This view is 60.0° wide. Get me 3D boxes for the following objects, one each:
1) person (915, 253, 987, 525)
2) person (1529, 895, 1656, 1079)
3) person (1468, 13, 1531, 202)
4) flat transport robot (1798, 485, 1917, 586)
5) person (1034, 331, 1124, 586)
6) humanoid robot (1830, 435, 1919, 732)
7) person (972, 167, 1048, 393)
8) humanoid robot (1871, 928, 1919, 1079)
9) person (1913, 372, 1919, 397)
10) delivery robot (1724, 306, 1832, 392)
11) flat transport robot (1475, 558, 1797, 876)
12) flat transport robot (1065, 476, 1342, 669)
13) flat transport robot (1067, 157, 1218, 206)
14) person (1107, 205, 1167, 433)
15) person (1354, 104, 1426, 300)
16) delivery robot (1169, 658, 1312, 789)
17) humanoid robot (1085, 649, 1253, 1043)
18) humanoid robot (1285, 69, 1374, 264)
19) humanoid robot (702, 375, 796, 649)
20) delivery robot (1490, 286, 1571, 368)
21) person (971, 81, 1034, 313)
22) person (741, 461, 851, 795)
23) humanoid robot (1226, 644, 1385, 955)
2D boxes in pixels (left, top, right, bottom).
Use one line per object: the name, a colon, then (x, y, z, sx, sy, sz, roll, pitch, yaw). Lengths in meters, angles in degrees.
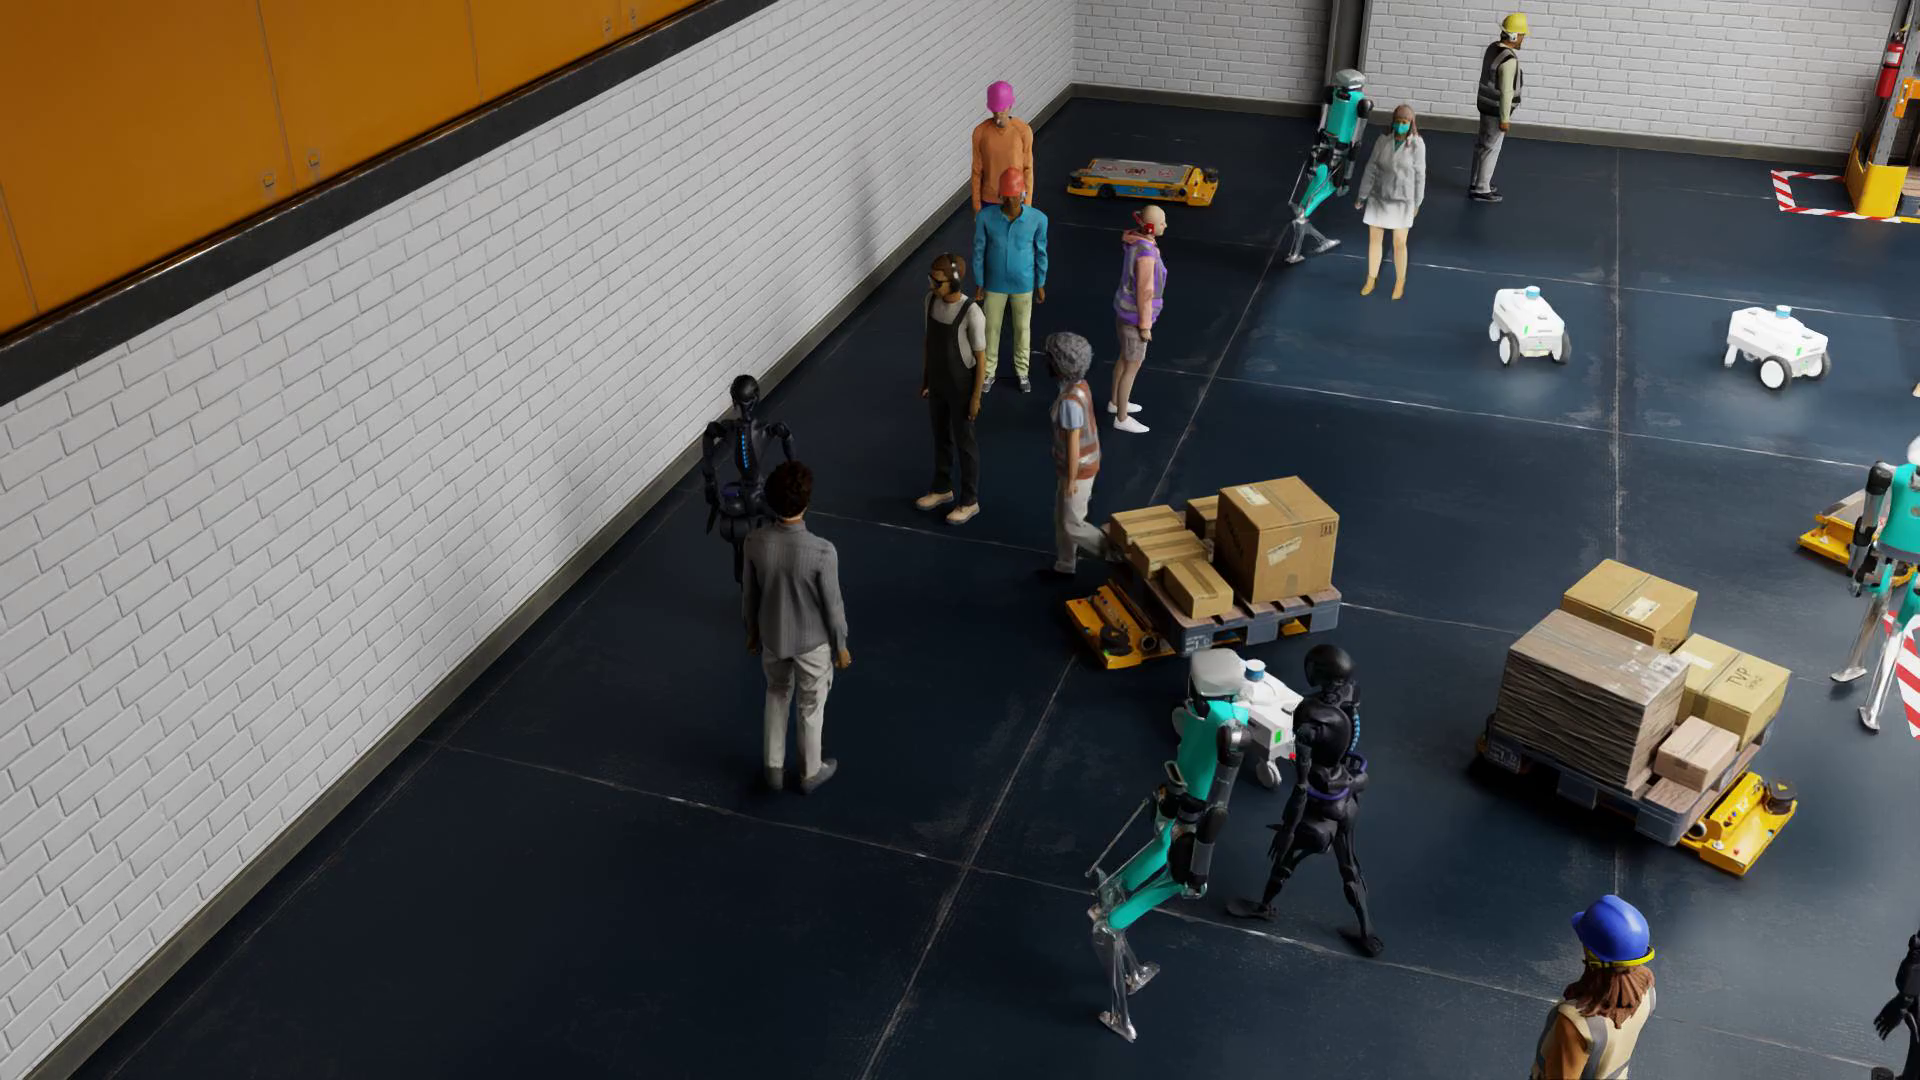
person: (-0.060, -0.981, 10.741, 0.331, 1.842, 0.517, -26, 39, -37)
person: (2.138, 1.952, 5.815, 0.469, 1.778, 0.308, -20, 36, -30)
person: (5.270, -4.232, 16.299, 0.403, 1.819, 0.596, -1, 30, -1)
flat transport robot: (6.163, -0.117, 10.825, 1.431, 0.231, 0.659, -21, 36, -31)
person: (0.768, -0.445, 10.006, 0.600, 1.662, 0.489, 2, 31, 4)
humanoid robot: (5.067, 0.144, 8.943, 0.545, 1.747, 0.854, 19, 35, 29)
person: (0.370, -1.939, 12.457, 0.560, 1.752, 0.329, 2, 30, 3)
humanoid robot: (3.834, 1.724, 6.309, 0.598, 1.641, 0.450, 7, 31, 11)
person: (7.504, -1.871, 12.244, 0.397, 1.862, 0.499, -25, 39, -36)
delivery robot: (6.341, -1.520, 12.921, 0.525, 0.587, 0.756, -13, 33, -21)
flat transport robot: (3.482, 1.188, 8.604, 1.431, 0.231, 0.659, 26, 39, 37)
flat transport robot: (1.415, 0.408, 9.932, 1.431, 0.231, 0.659, -10, 32, -16)
flat transport robot: (1.849, -3.610, 16.767, 1.431, 0.231, 0.659, 8, 31, 13)
person: (1.282, -1.595, 11.949, 0.358, 1.681, 0.495, -1, 30, -2)
person: (3.664, -2.875, 14.154, 0.519, 1.656, 0.369, 18, 35, 28)
delivery robot: (1.527, 0.900, 8.814, 0.499, 0.597, 0.798, -21, 36, -32)
humanoid robot: (0.769, 1.289, 6.989, 0.816, 1.783, 0.594, -4, 31, -7)
humanoid robot: (3.159, -3.235, 14.661, 0.956, 1.730, 0.548, -17, 34, -26)
humanoid robot: (-1.184, -0.200, 9.585, 0.589, 1.635, 0.599, 0, 30, 0)
delivery robot: (4.530, -1.705, 13.261, 0.499, 0.613, 0.796, -2, 31, -3)
person: (0.350, -2.816, 13.742, 0.513, 1.974, 0.406, 3, 31, 5)
person: (-0.817, 0.475, 8.220, 0.550, 1.889, 0.423, 10, 32, 17)
humanoid robot: (1.613, 1.139, 7.341, 0.744, 1.632, 0.600, 21, 36, 31)
